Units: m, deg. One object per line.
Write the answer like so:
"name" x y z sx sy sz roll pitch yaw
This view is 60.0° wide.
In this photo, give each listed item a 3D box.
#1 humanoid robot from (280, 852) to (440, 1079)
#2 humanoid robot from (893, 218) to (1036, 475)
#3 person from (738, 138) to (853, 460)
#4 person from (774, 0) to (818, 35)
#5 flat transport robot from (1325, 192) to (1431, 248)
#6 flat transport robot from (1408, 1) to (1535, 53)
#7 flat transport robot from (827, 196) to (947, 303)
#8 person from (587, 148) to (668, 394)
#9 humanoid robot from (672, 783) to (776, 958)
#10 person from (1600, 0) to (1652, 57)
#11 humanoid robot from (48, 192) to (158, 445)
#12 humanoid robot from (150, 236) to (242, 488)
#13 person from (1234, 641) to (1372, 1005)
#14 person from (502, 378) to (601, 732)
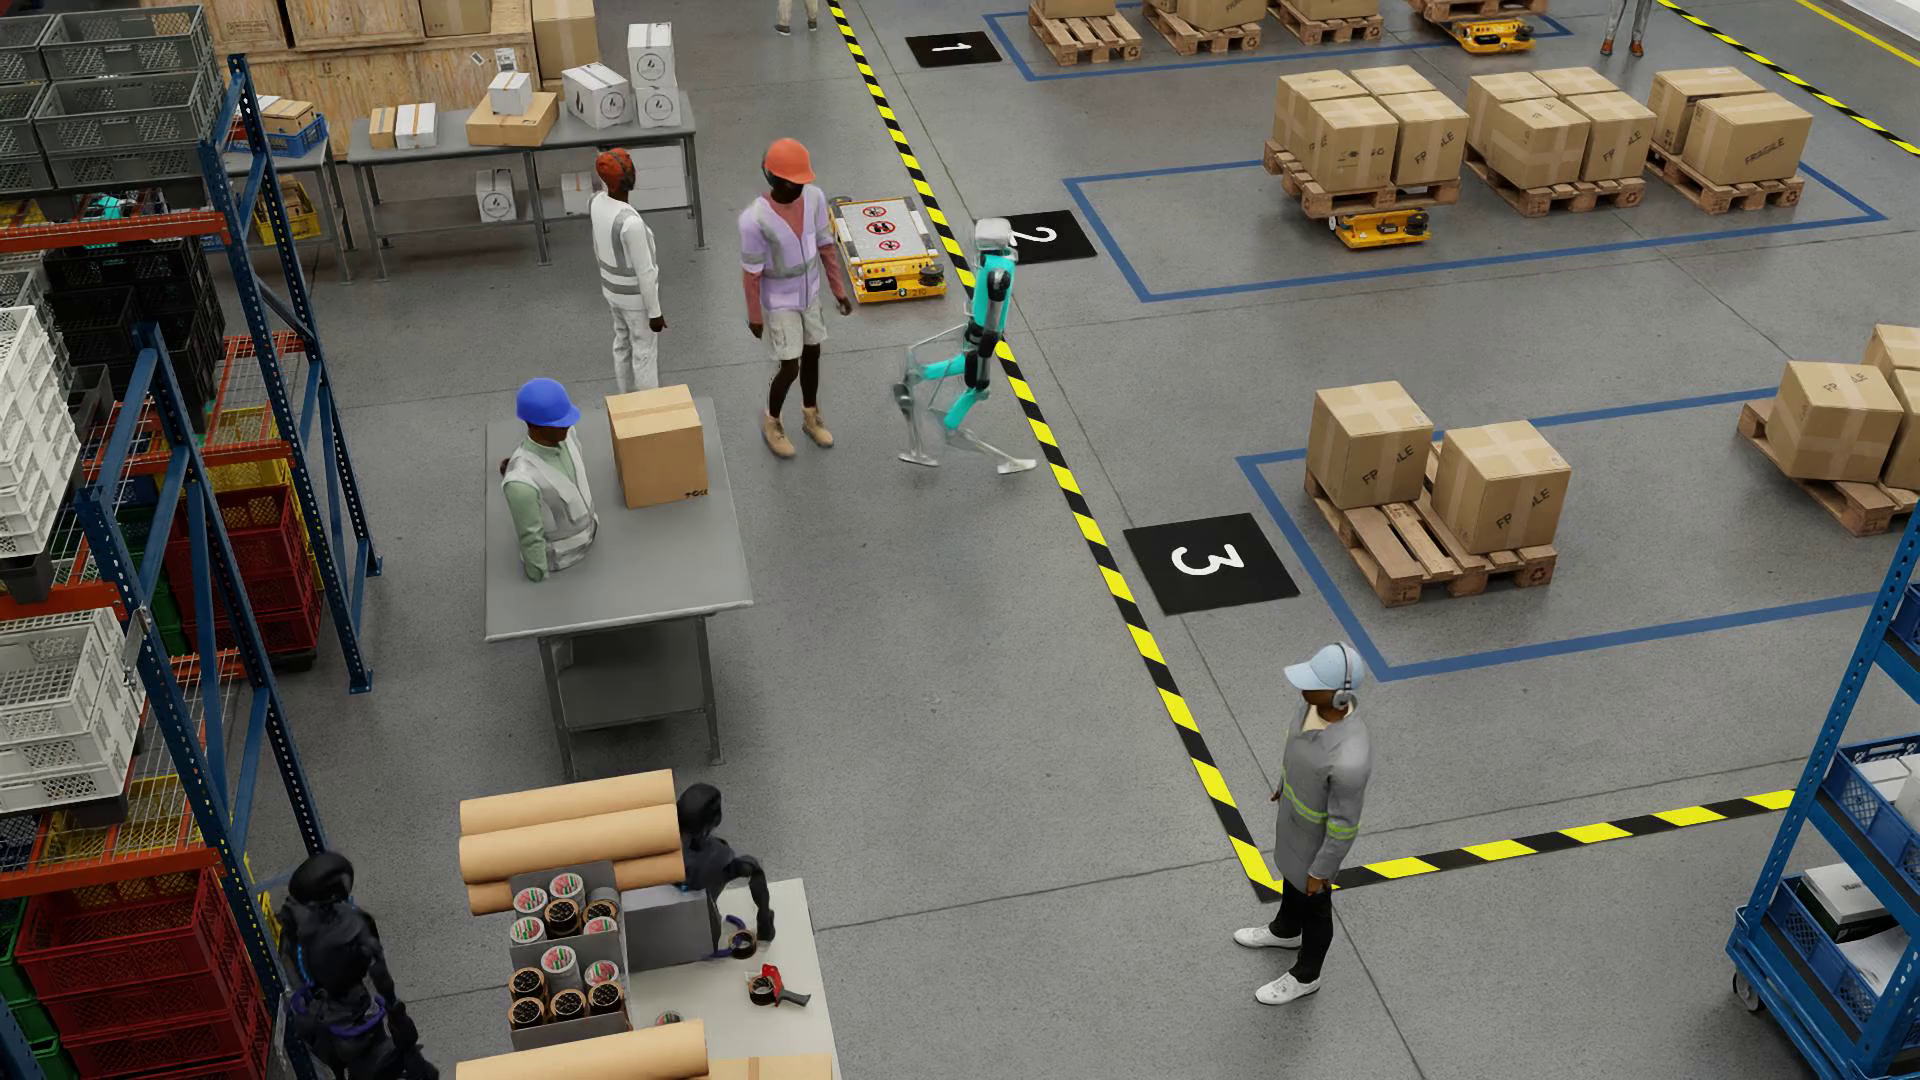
"humanoid robot" -2.195 1.750 6.027 0.590 1.645 0.436 19 41 24
"humanoid robot" -0.059 -1.063 9.795 1.048 1.751 0.542 -1 37 -1
"person" -0.988 -1.456 10.036 0.445 2.027 0.614 28 45 32
"person" -1.635 -5.782 16.072 0.561 1.762 0.404 -13 39 -17
"flat transport robot" 3.134 -2.740 13.213 0.652 0.197 1.431 -8 37 -10
"flat transport robot" 5.073 -5.197 16.515 0.652 0.197 1.431 -8 37 -10
"flat transport robot" -0.570 -2.220 12.538 0.659 0.231 1.431 -8 37 -10
"person" -2.005 -1.504 10.222 0.350 1.883 0.580 -26 44 -30
"humanoid robot" -0.972 1.522 6.358 0.608 1.627 0.744 7 37 10
"person" 6.424 -5.470 15.554 0.589 1.880 0.380 6 37 8
"humanoid robot" -5.084 -1.313 10.007 0.533 1.690 0.741 -5 37 -6
"humanoid robot" -4.519 -0.877 9.594 0.718 1.899 0.544 -18 40 -23
"person" 1.392 1.136 6.701 0.375 1.852 0.588 -4 37 -6
"person" -1.922 0.056 8.072 0.401 1.945 0.614 6 37 8
